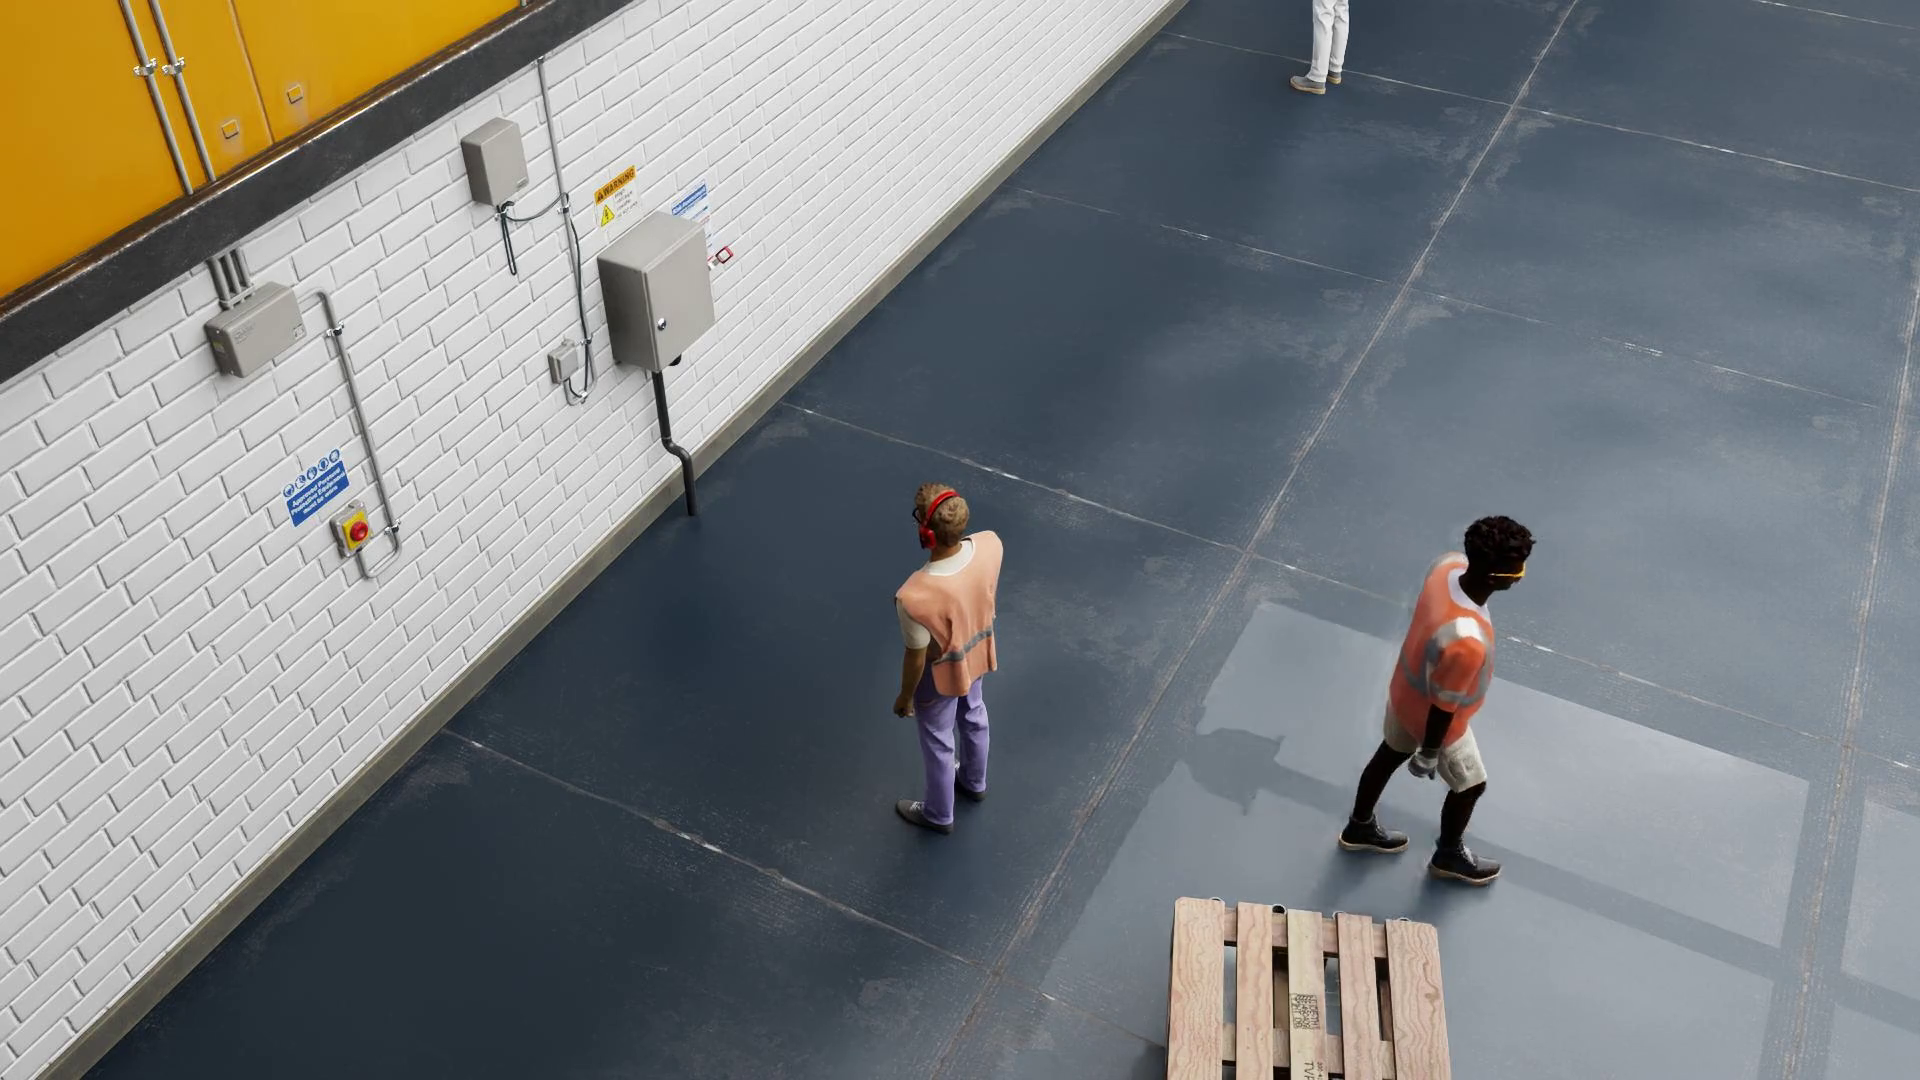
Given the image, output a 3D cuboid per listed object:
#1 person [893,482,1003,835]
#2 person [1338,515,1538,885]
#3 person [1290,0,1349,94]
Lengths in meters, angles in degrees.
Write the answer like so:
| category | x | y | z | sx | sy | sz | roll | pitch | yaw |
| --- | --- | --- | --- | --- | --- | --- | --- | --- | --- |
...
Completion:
| category | x | y | z | sx | sy | sz | roll | pitch | yaw |
| --- | --- | --- | --- | --- | --- | --- | --- | --- | --- |
| person | -0.049 | 0.532 | 7.014 | 0.391 | 1.846 | 0.563 | 29 | 48 | 29 |
| person | 2.060 | 0.659 | 6.791 | 0.807 | 1.933 | 0.614 | 0 | 41 | 0 |
| person | 2.836 | -4.333 | 12.625 | 0.337 | 1.882 | 0.583 | 31 | 50 | 31 |
